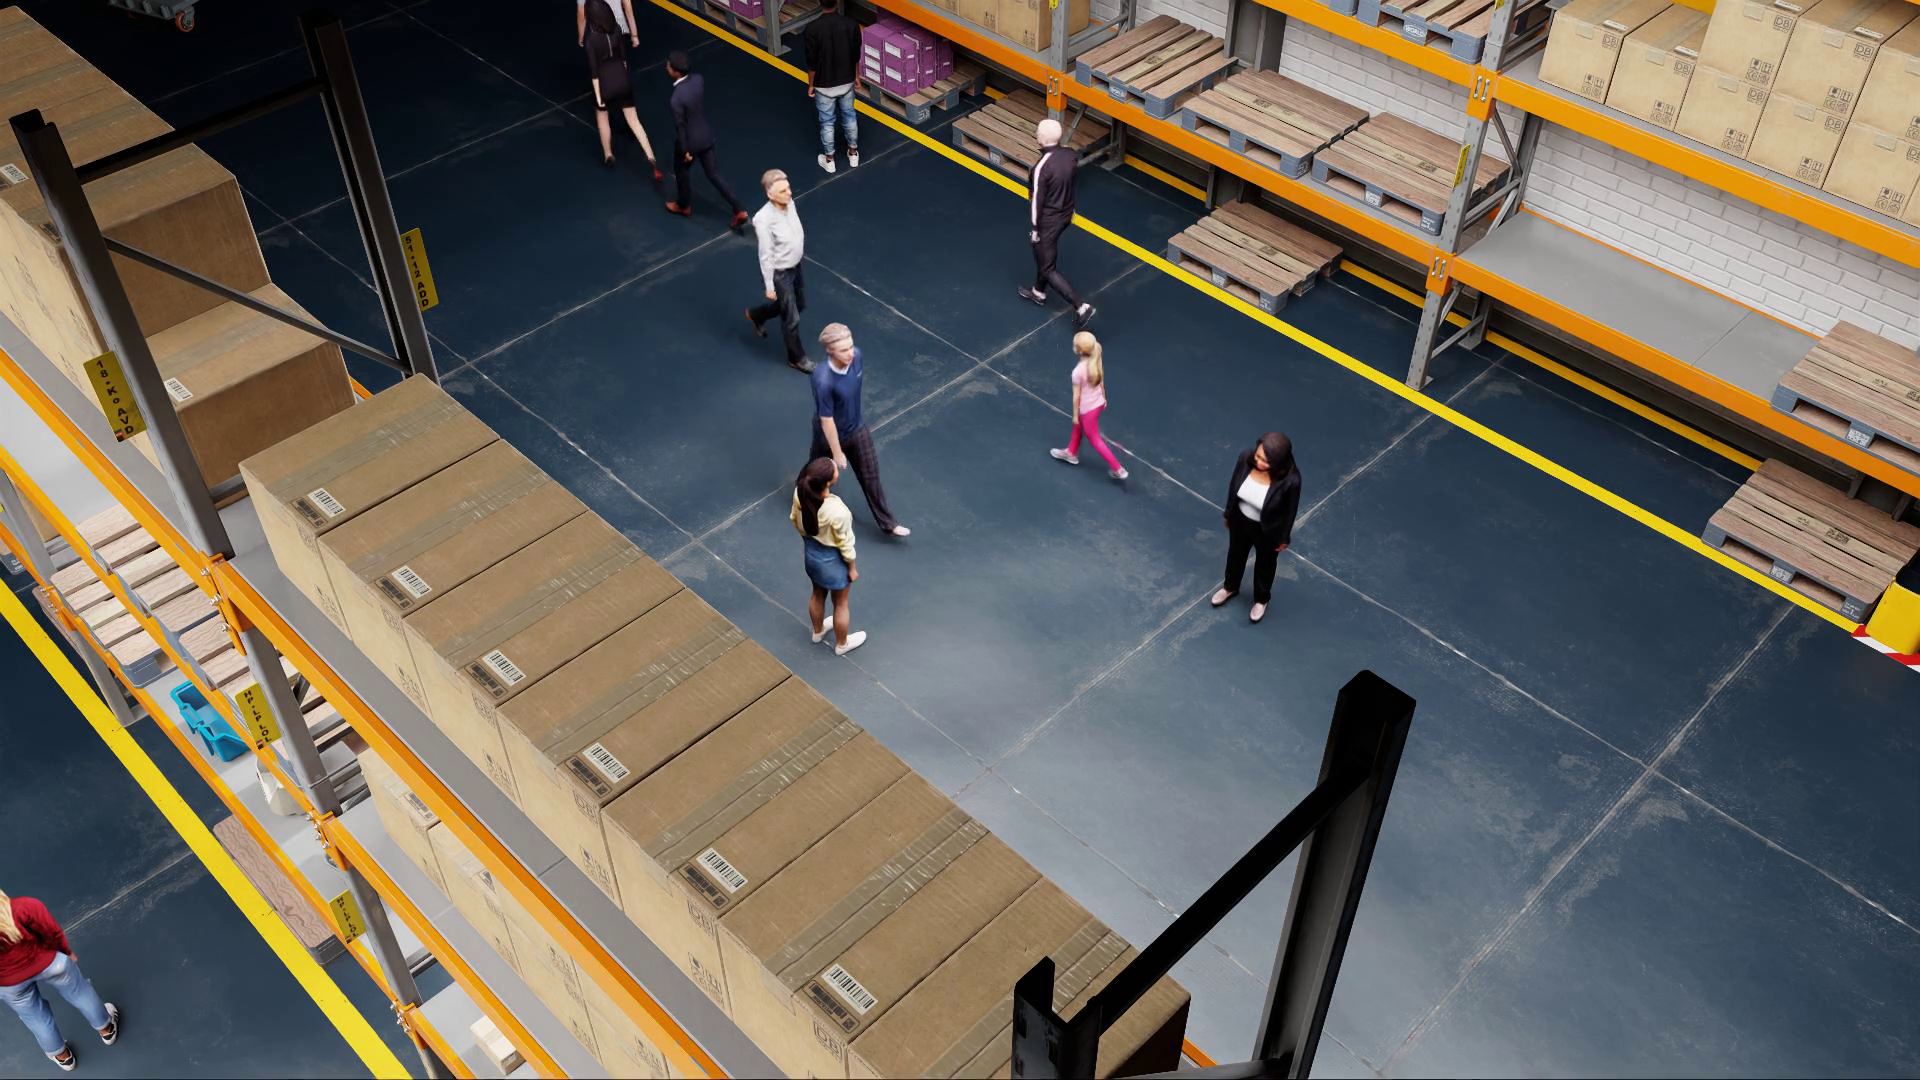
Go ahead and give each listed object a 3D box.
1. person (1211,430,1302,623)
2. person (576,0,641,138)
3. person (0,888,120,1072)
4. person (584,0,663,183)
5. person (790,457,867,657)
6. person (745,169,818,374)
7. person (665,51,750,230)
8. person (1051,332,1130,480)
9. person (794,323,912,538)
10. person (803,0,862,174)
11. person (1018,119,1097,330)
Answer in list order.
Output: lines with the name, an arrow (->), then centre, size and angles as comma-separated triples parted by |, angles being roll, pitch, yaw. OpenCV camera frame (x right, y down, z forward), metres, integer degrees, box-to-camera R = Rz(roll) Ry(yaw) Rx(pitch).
person -> 2.010, -0.131, 11.173 | 0.631, 1.612, 0.762 | 24, 48, 23
person -> -3.297, -4.731, 15.852 | 0.837, 1.818, 1.243 | -25, 49, -24
person -> -4.862, 2.227, 8.681 | 0.621, 1.635, 0.560 | -29, 51, -27
person -> -3.105, -4.058, 15.181 | 0.648, 1.770, 1.107 | -31, 51, -28
person -> -0.875, 0.104, 10.911 | 0.528, 1.632, 0.721 | 28, 50, 26
person -> -1.459, -2.149, 13.152 | 1.059, 1.804, 0.826 | 21, 47, 21
person -> -2.258, -3.485, 14.639 | 1.229, 1.688, 0.838 | 24, 49, 23
person -> 1.011, -0.962, 12.315 | 0.937, 1.239, 0.608 | 25, 49, 24
person -> -0.928, -0.796, 11.726 | 1.206, 1.811, 0.759 | 29, 51, 27
person -> -1.168, -4.273, 15.376 | 0.779, 1.811, 0.750 | -15, 46, -15
person -> 0.821, -2.541, 13.561 | 1.156, 1.806, 0.763 | 29, 51, 27
